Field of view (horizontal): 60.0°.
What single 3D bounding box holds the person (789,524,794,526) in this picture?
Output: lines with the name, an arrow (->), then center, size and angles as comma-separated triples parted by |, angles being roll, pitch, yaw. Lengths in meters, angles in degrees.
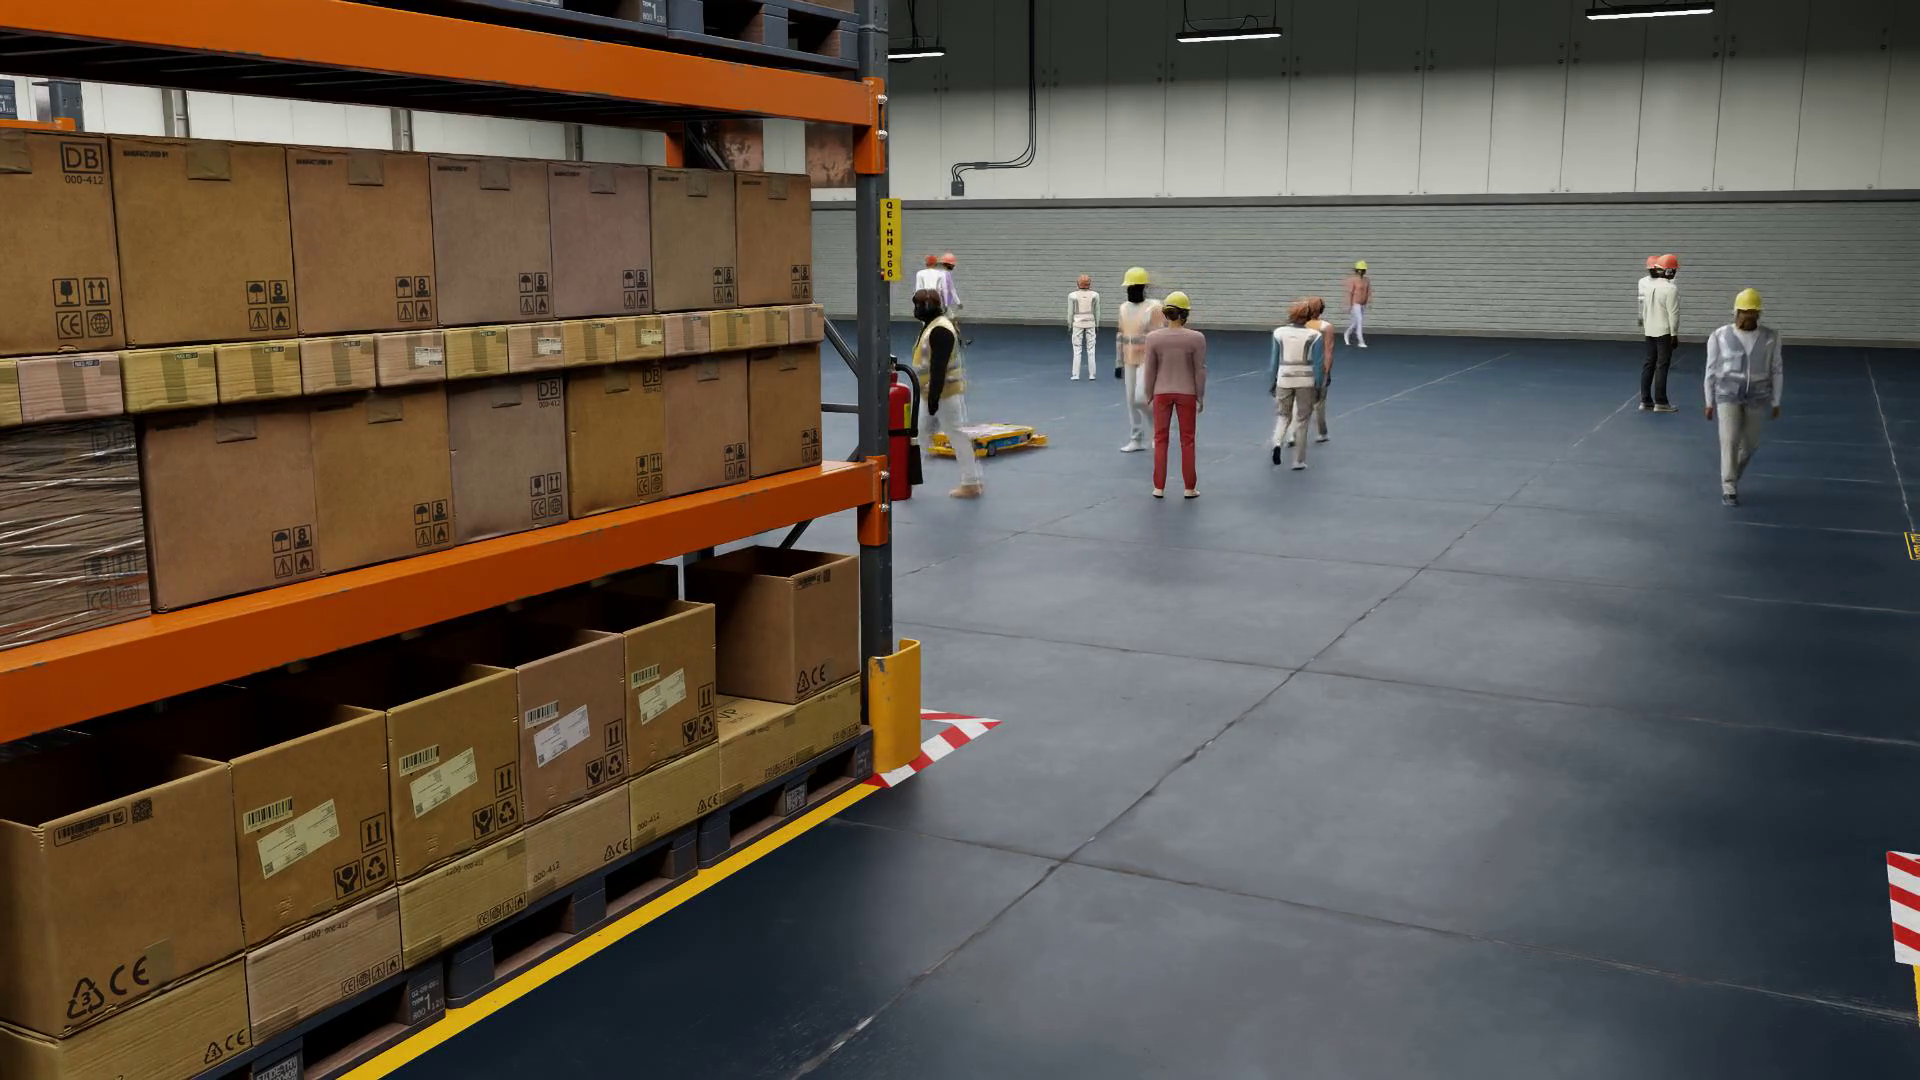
person -> -1.592, -1.028, 12.737 | 0.541, 1.897, 0.597 | 2, 11, 11

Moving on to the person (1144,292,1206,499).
person -> 1.833, -1.231, 14.212 | 0.526, 1.765, 0.329 | 2, 11, 13

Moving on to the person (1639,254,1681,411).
person -> 8.975, -2.642, 21.276 | 0.376, 1.995, 0.612 | -3, 11, -14

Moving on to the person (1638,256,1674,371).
person -> 11.456, -3.723, 27.435 | 0.549, 1.895, 0.643 | 9, 14, 41

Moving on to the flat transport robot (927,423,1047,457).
flat transport robot -> 0.247, -1.049, 17.292 | 0.652, 0.197, 1.431 | 7, 13, 35

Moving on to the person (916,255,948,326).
person -> -0.544, -4.598, 32.323 | 0.619, 1.848, 0.869 | 0, 10, 2

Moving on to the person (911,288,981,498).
person -> -0.254, -1.235, 14.153 | 0.950, 1.780, 0.749 | -2, 11, -12

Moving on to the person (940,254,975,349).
person -> -0.214, -4.646, 32.531 | 1.021, 1.871, 0.546 | -2, 11, -10

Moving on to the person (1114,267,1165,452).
person -> 1.848, -1.850, 17.185 | 0.463, 1.913, 0.602 | -8, 13, -38

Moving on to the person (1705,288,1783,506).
person -> 6.590, -1.217, 14.030 | 0.599, 1.809, 0.769 | 2, 11, 12

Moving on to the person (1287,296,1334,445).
person -> 3.751, -1.811, 17.852 | 0.533, 1.598, 0.850 | 7, 12, 33

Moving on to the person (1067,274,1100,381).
person -> 1.914, -3.281, 25.727 | 0.514, 1.641, 0.308 | -1, 10, -7

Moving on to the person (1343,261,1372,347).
person -> 8.024, -4.769, 33.596 | 0.531, 1.742, 0.798 | -6, 12, -29

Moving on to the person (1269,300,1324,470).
person -> 3.197, -1.465, 15.867 | 0.533, 1.624, 0.432 | 6, 12, 29
